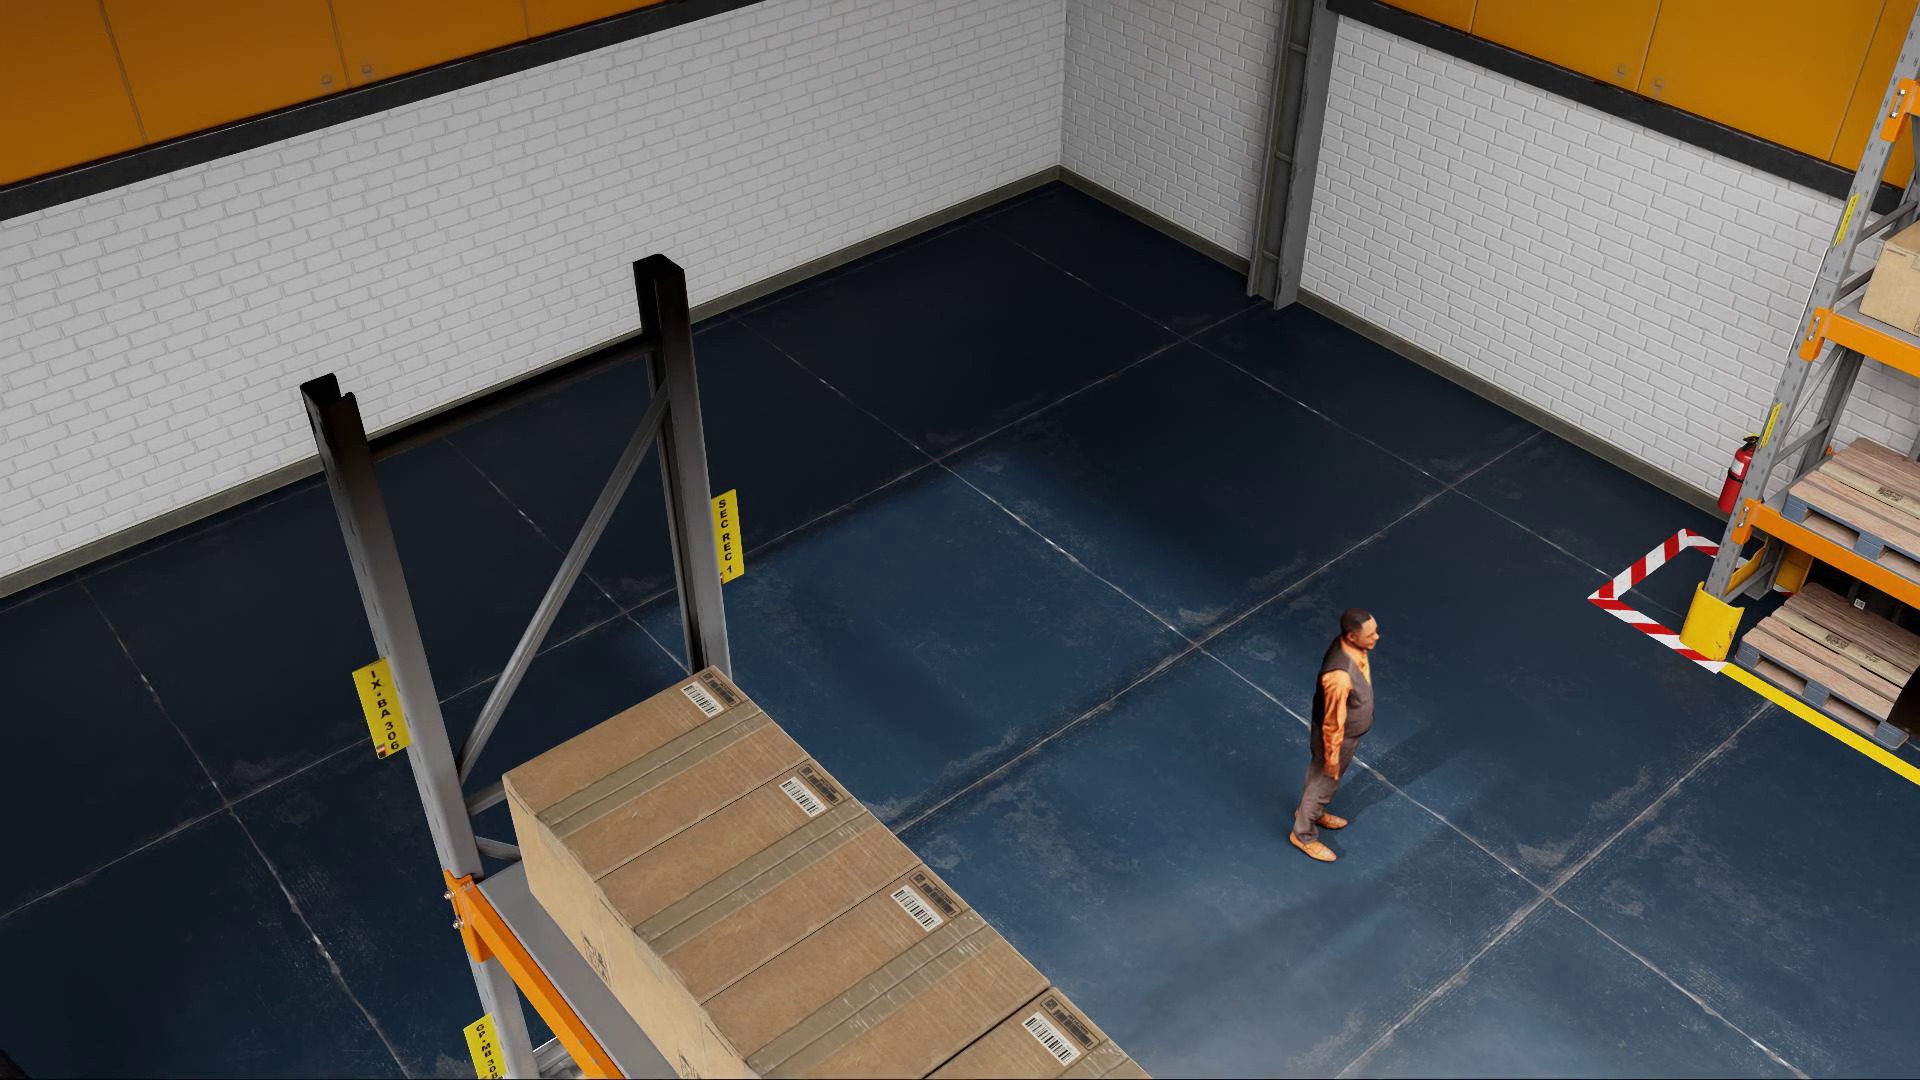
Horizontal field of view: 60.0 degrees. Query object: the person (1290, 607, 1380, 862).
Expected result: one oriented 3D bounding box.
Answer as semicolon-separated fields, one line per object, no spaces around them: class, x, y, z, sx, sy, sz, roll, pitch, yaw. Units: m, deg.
person;2.274;1.149;10.116;0.786;1.908;0.792;14;41;17
